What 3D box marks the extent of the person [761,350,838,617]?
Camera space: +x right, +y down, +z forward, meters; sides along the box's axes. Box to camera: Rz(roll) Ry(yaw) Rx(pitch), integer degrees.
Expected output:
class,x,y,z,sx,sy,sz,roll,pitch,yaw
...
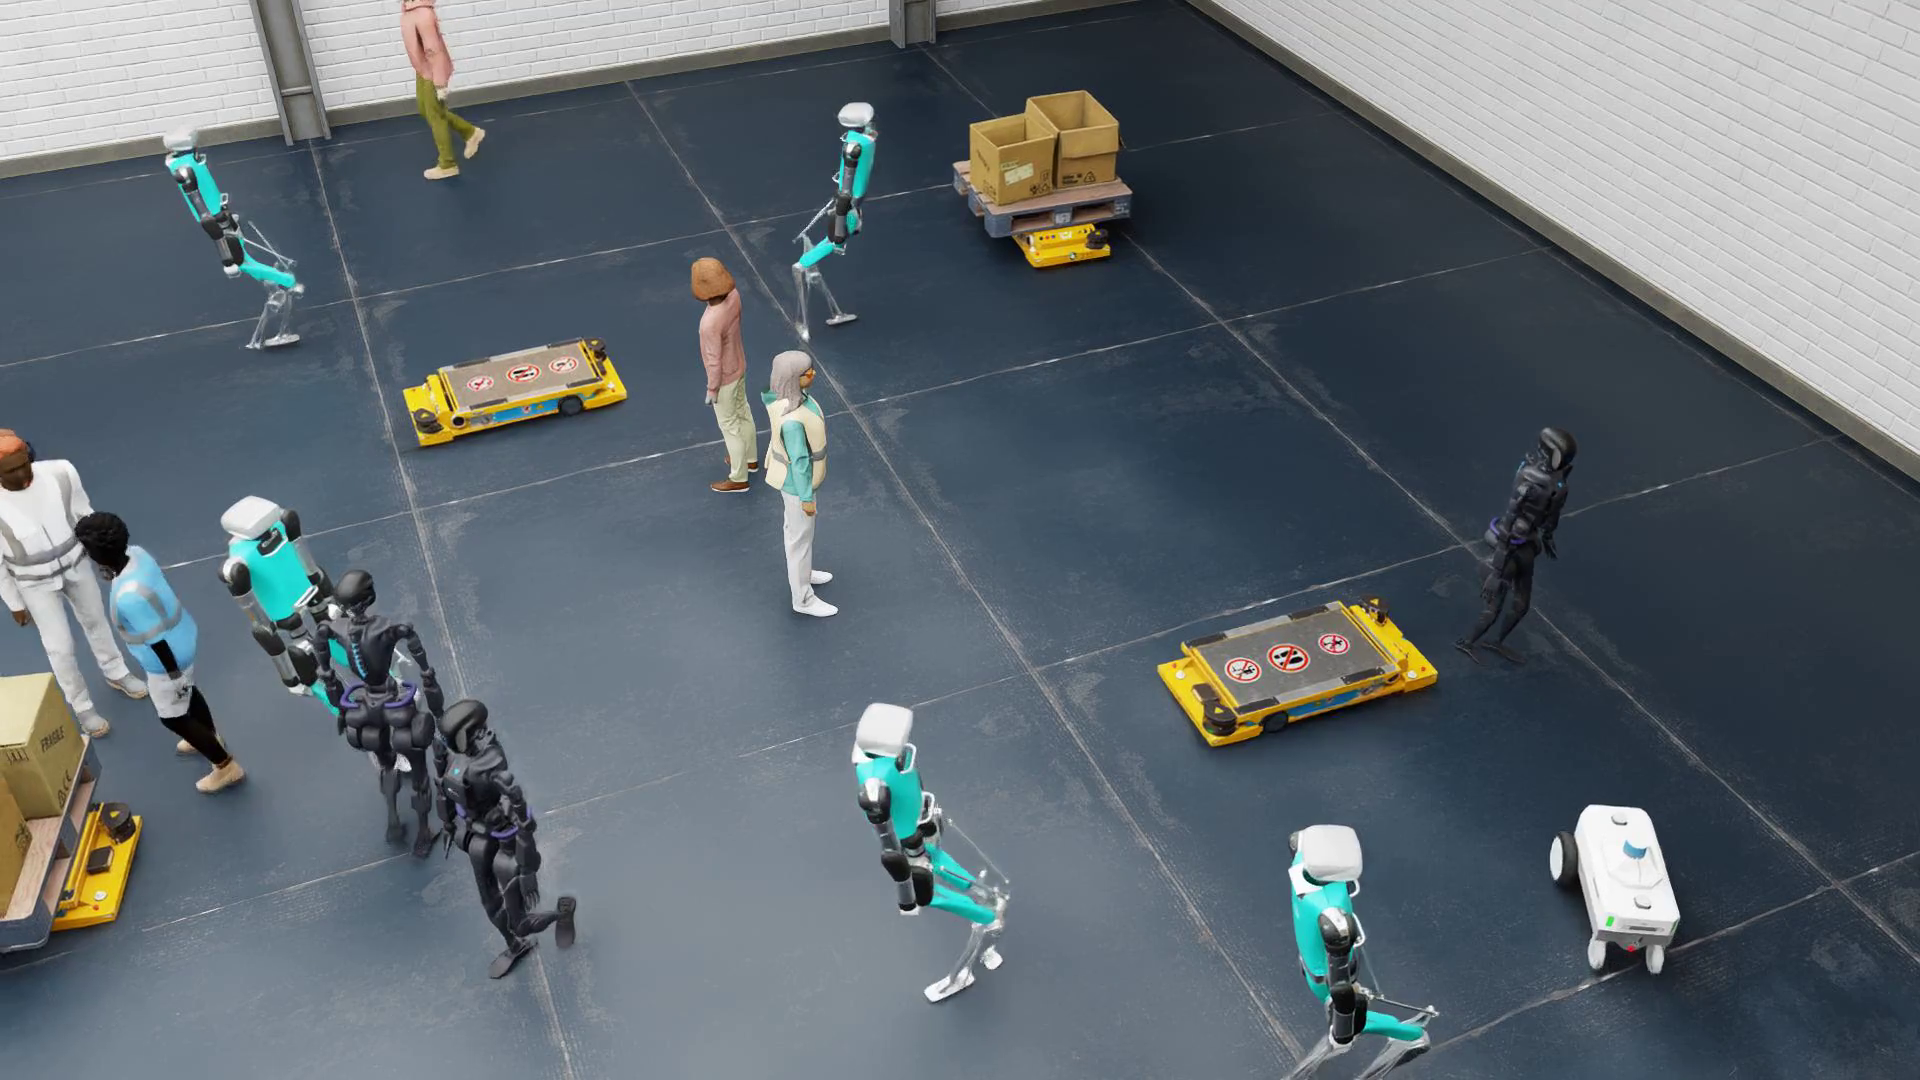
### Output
class,x,y,z,sx,sy,sz,roll,pitch,yaw
person,-0.929,-0.328,9.516,0.365,1.711,0.465,-5,38,-6

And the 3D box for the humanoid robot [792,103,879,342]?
class,x,y,z,sx,sy,sz,roll,pitch,yaw
humanoid robot,-1.010,-2.313,12.076,0.866,1.772,0.598,8,38,11

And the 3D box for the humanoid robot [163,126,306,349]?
class,x,y,z,sx,sy,sz,roll,pitch,yaw
humanoid robot,-5.023,-2.112,11.821,0.815,1.768,0.530,-12,39,-15

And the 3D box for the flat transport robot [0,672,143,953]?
class,x,y,z,sx,sy,sz,roll,pitch,yaw
flat transport robot,-4.824,1.661,8.112,1.431,0.231,0.659,-6,38,-8

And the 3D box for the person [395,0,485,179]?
class,x,y,z,sx,sy,sz,roll,pitch,yaw
person,-4.452,-3.991,14.188,0.529,1.826,0.563,-19,41,-23

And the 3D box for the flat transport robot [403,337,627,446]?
class,x,y,z,sx,sy,sz,roll,pitch,yaw
flat transport robot,-3.119,-1.052,11.643,1.431,0.231,0.659,-15,40,-19

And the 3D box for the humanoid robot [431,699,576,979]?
class,x,y,z,sx,sy,sz,roll,pitch,yaw
humanoid robot,-2.053,1.312,7.405,0.593,1.645,0.414,22,43,26

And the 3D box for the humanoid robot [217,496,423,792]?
class,x,y,z,sx,sy,sz,roll,pitch,yaw
humanoid robot,-3.080,0.624,8.363,0.835,1.882,0.540,9,38,12

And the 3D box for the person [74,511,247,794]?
class,x,y,z,sx,sy,sz,roll,pitch,yaw
person,-4.021,0.559,8.388,0.407,1.676,0.575,-8,38,-11

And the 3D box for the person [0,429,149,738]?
class,x,y,z,sx,sy,sz,roll,pitch,yaw
person,-4.710,0.204,8.700,0.482,1.871,0.573,26,45,30

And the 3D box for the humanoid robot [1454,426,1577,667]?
class,x,y,z,sx,sy,sz,roll,pitch,yaw
humanoid robot,3.035,0.032,9.083,0.589,1.643,0.383,-30,47,-33

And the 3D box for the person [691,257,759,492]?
class,x,y,z,sx,sy,sz,roll,pitch,yaw
person,-1.492,-1.042,10.508,0.275,1.631,0.505,8,38,11

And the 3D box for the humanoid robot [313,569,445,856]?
class,x,y,z,sx,sy,sz,roll,pitch,yaw
humanoid robot,-2.757,0.839,8.027,0.587,1.642,0.337,1,38,1

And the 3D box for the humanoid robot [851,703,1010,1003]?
class,x,y,z,sx,sy,sz,roll,pitch,yaw
humanoid robot,-0.020,1.414,7.240,0.829,1.788,0.596,4,38,5

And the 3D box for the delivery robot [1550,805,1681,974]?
class,x,y,z,sx,sy,sz,roll,pitch,yaw
delivery robot,3.155,1.618,7.921,0.499,0.581,0.768,4,38,5

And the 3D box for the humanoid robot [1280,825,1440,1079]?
class,x,y,z,sx,sy,sz,roll,pitch,yaw
humanoid robot,1.651,1.800,6.742,0.784,1.792,0.530,-5,38,-6

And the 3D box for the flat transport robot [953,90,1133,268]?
class,x,y,z,sx,sy,sz,roll,pitch,yaw
flat transport robot,0.681,-2.695,13.782,0.659,0.231,1.431,-12,39,-15

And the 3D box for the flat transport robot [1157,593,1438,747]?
class,x,y,z,sx,sy,sz,roll,pitch,yaw
flat transport robot,1.898,0.718,9.339,1.431,0.231,0.659,-14,40,-17
